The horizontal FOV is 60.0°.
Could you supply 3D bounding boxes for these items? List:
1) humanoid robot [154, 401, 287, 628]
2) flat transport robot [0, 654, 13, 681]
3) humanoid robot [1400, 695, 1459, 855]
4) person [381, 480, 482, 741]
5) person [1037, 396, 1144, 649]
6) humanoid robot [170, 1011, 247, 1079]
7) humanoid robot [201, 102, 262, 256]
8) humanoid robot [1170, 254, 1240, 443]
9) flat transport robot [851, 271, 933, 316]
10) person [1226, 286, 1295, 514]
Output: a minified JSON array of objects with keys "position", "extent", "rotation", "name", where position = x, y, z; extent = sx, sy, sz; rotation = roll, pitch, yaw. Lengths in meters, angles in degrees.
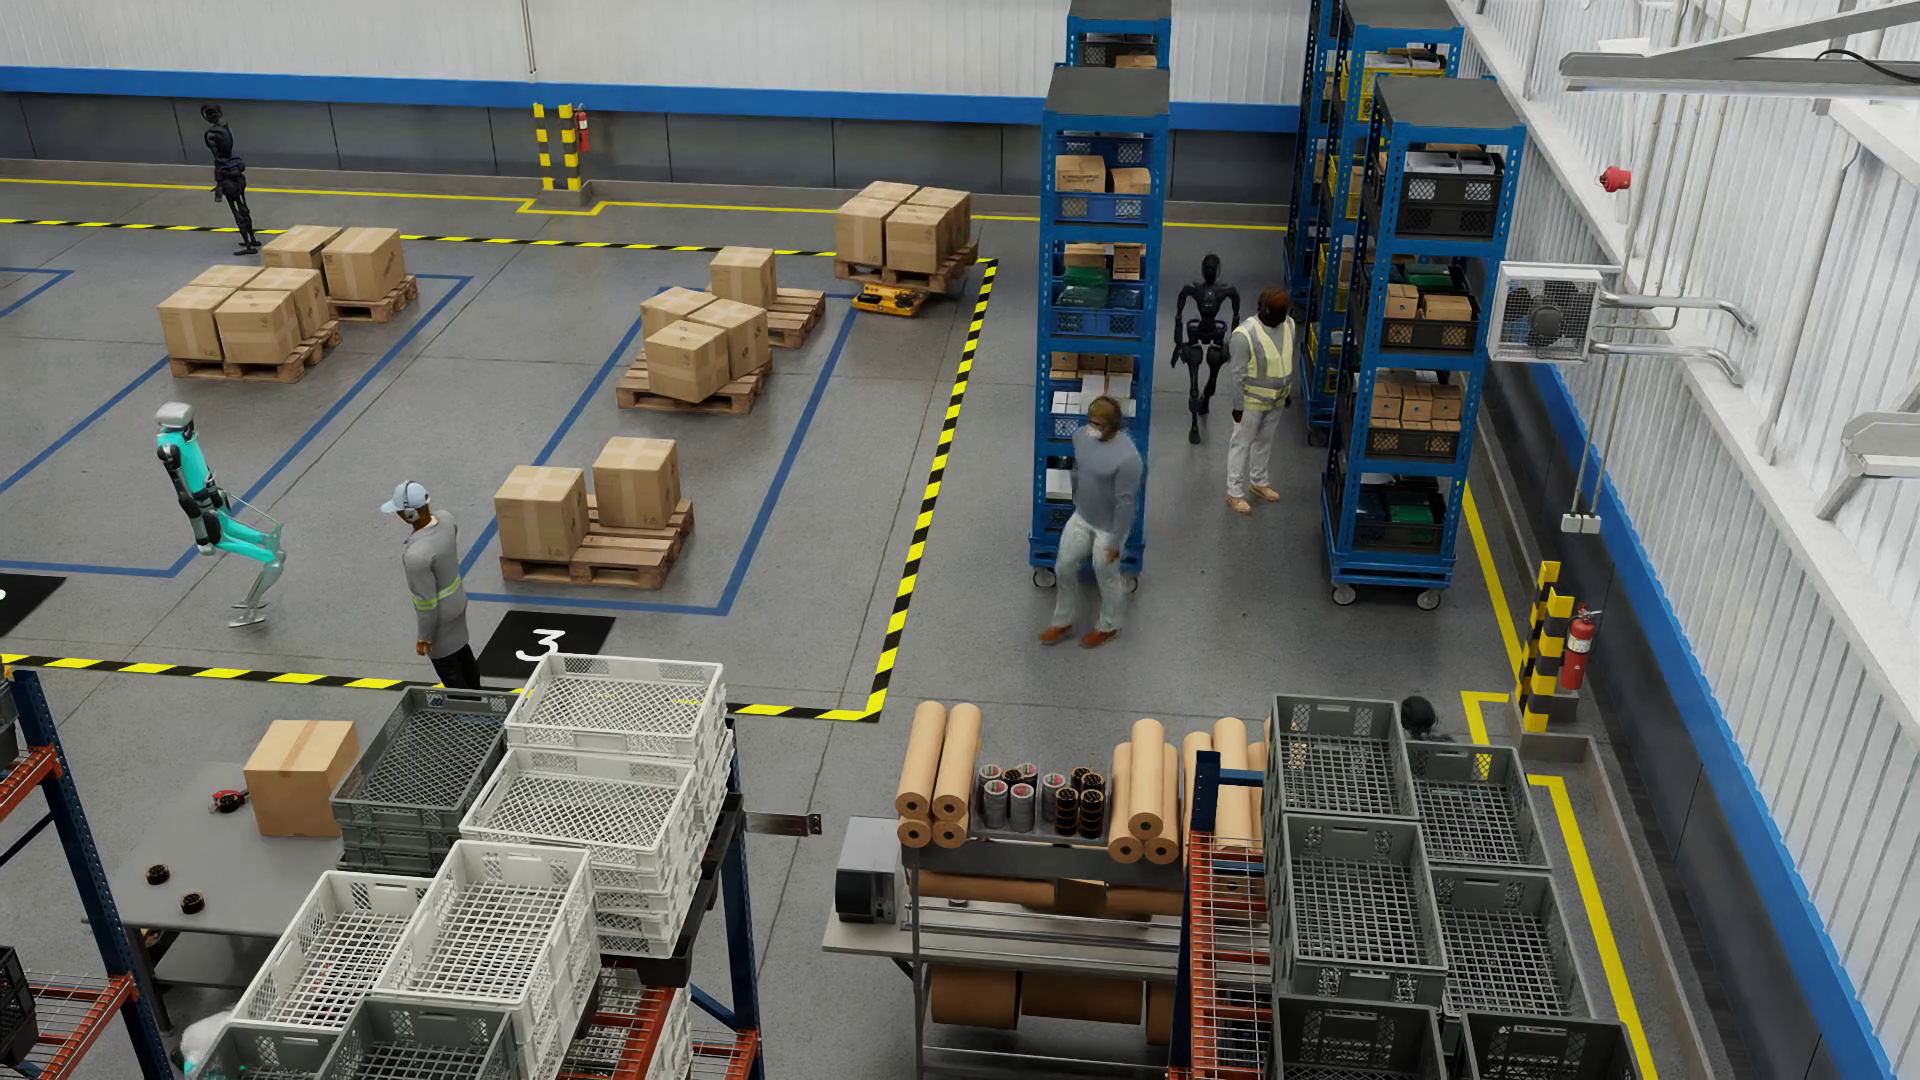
[{"position":[-4.968,-0.184,11.397],"extent":[0.735,1.677,0.533],"rotation":[-5,31,-9],"name":"humanoid robot"},{"position":[-7.142,0.969,11.010],"extent":[1.431,0.231,0.659],"rotation":[3,30,6],"name":"flat transport robot"},{"position":[2.364,1.527,8.717],"extent":[0.589,1.627,0.817],"rotation":[-11,32,-17],"name":"humanoid robot"},{"position":[-3.263,0.448,10.333],"extent":[0.393,1.850,0.587],"rotation":[2,30,3],"name":"person"},{"position":[0.841,-0.061,11.148],"extent":[0.667,1.909,0.647],"rotation":[-24,38,-35],"name":"person"},{"position":[-2.707,2.542,6.865],"extent":[0.542,1.800,0.826],"rotation":[20,36,31],"name":"humanoid robot"},{"position":[-7.913,-3.918,17.992],"extent":[0.315,1.653,0.599],"rotation":[-3,30,-4],"name":"humanoid robot"},{"position":[2.107,-1.697,14.251],"extent":[0.587,1.645,0.769],"rotation":[2,30,4],"name":"humanoid robot"},{"position":[-0.554,-2.716,17.311],"extent":[0.652,0.197,1.431],"rotation":[11,32,18],"name":"flat transport robot"},{"position":[2.366,-1.108,13.013],"extent":[0.621,1.844,0.430],"rotation":[-20,36,-31],"name":"person"}]
